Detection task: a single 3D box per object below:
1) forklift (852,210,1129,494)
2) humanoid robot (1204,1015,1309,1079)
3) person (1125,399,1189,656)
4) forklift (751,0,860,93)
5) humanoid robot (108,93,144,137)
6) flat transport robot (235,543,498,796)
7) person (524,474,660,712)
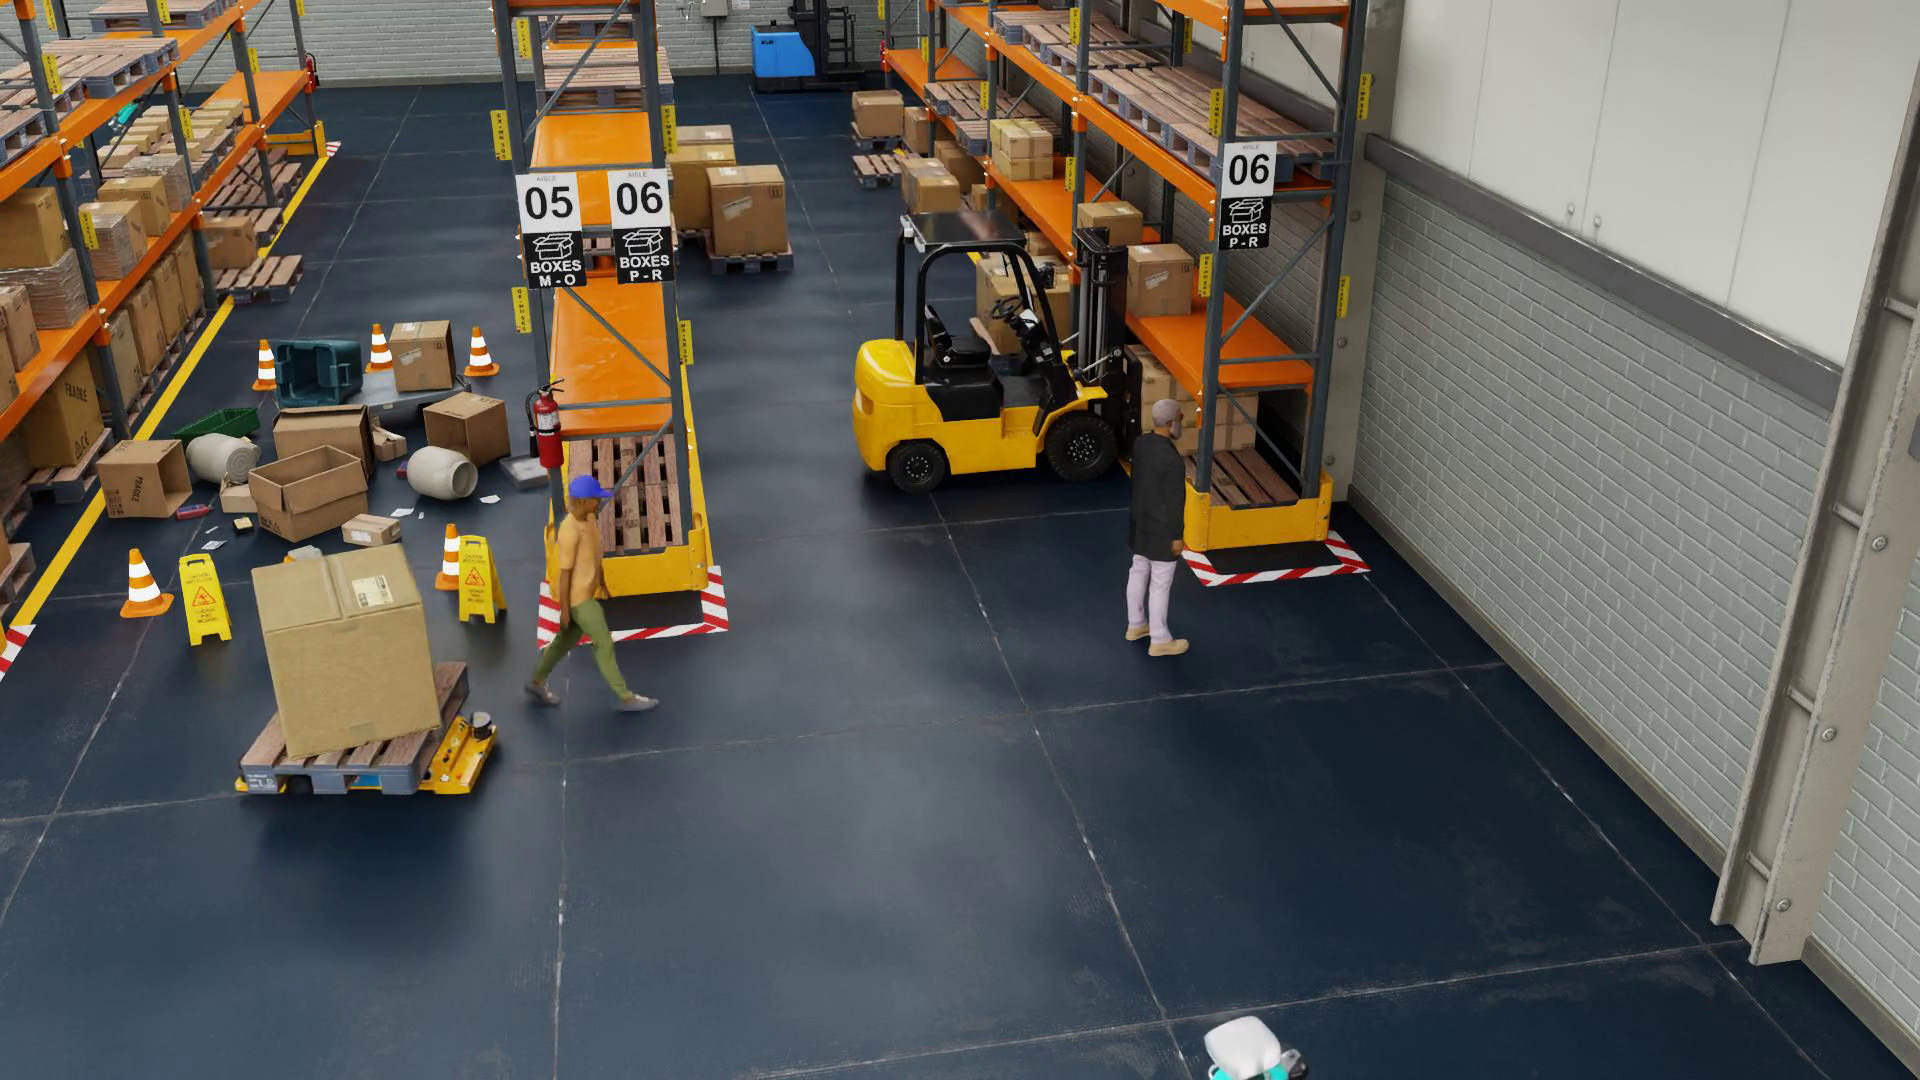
[{"bbox_3d":[0.216,-1.659,14.366,2.313,2.155,1.214,-5,26,-10],"label":"forklift"},{"bbox_3d":[0.884,2.439,6.405,0.560,1.827,0.789,-14,29,-27],"label":"humanoid robot"},{"bbox_3d":[1.358,-0.091,11.486,0.412,1.856,0.529,-13,28,-25],"label":"person"},{"bbox_3d":[-2.872,-9.679,30.288,1.873,2.768,1.129,-5,26,-10],"label":"forklift"},{"bbox_3d":[-12.906,-6.785,25.577,0.530,1.789,0.798,17,31,32],"label":"humanoid robot"},{"bbox_3d":[-3.687,1.326,10.368,1.431,0.231,0.659,0,26,1],"label":"flat transport robot"},{"bbox_3d":[-2.482,0.355,10.772,0.905,1.660,0.474,1,26,3],"label":"person"}]
